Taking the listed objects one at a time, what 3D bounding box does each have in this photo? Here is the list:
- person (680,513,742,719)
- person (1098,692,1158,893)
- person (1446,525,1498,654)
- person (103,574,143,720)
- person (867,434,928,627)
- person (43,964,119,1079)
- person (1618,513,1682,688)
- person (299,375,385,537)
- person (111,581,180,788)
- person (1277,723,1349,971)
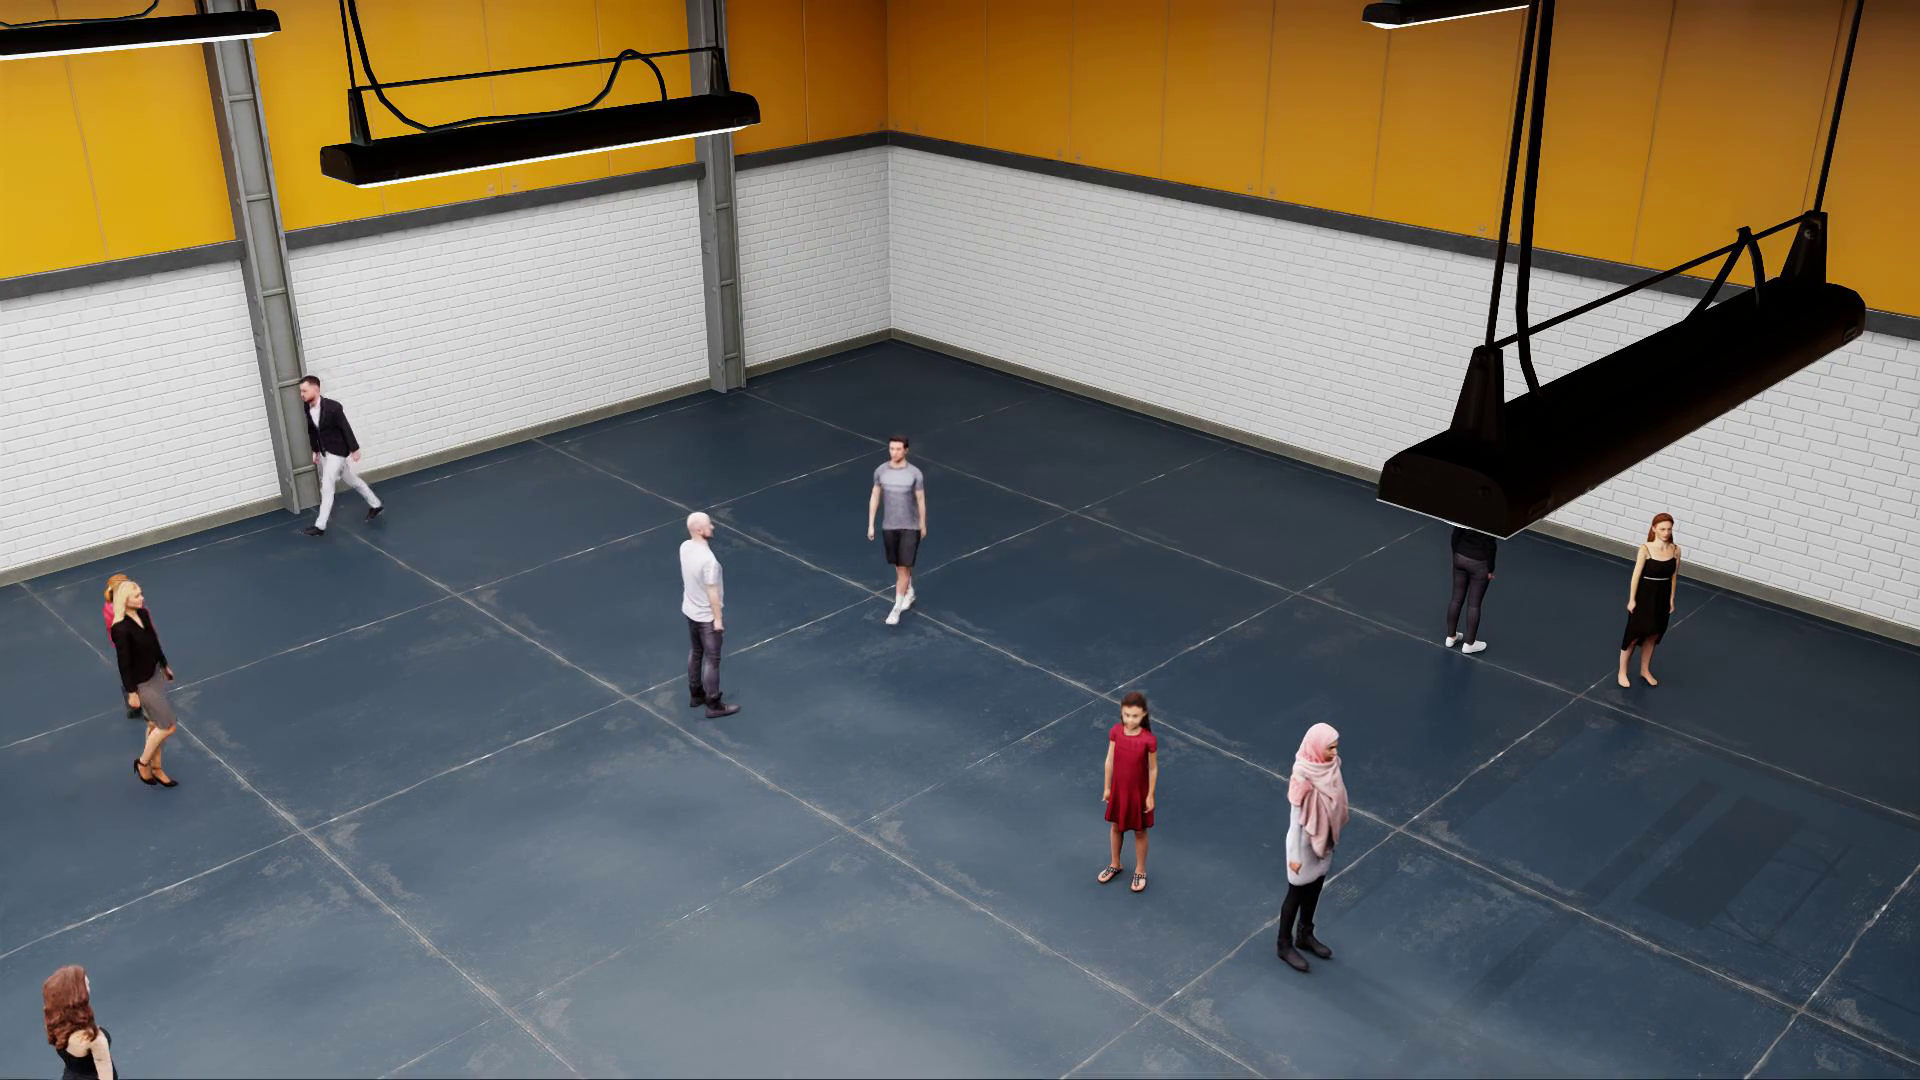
[{"bbox_3d":[-2.201,0.624,14.232,0.638,1.831,0.688,-16,28,-32],"label":"person"},{"bbox_3d":[1.230,1.778,11.940,0.632,1.553,0.690,11,26,23],"label":"person"},{"bbox_3d":[4.707,0.227,15.319,0.577,1.688,0.636,-17,29,-33],"label":"person"},{"bbox_3d":[-7.105,0.910,14.225,0.584,1.314,0.646,0,24,-1],"label":"person"},{"bbox_3d":[-0.536,-0.163,16.018,0.958,1.843,1.188,9,25,19],"label":"person"},{"bbox_3d":[-4.663,3.050,8.810,0.759,1.730,0.857,8,25,17],"label":"person"},{"bbox_3d":[6.120,0.519,14.730,0.679,1.625,0.747,-2,24,-4],"label":"person"},{"bbox_3d":[-6.621,-0.929,17.868,0.791,1.765,1.287,14,27,30],"label":"person"},{"bbox_3d":[-6.457,1.165,12.996,0.825,1.830,0.772,-3,24,-7],"label":"person"},{"bbox_3d":[2.325,2.021,11.072,0.523,1.804,0.685,-20,30,-38],"label":"person"}]
